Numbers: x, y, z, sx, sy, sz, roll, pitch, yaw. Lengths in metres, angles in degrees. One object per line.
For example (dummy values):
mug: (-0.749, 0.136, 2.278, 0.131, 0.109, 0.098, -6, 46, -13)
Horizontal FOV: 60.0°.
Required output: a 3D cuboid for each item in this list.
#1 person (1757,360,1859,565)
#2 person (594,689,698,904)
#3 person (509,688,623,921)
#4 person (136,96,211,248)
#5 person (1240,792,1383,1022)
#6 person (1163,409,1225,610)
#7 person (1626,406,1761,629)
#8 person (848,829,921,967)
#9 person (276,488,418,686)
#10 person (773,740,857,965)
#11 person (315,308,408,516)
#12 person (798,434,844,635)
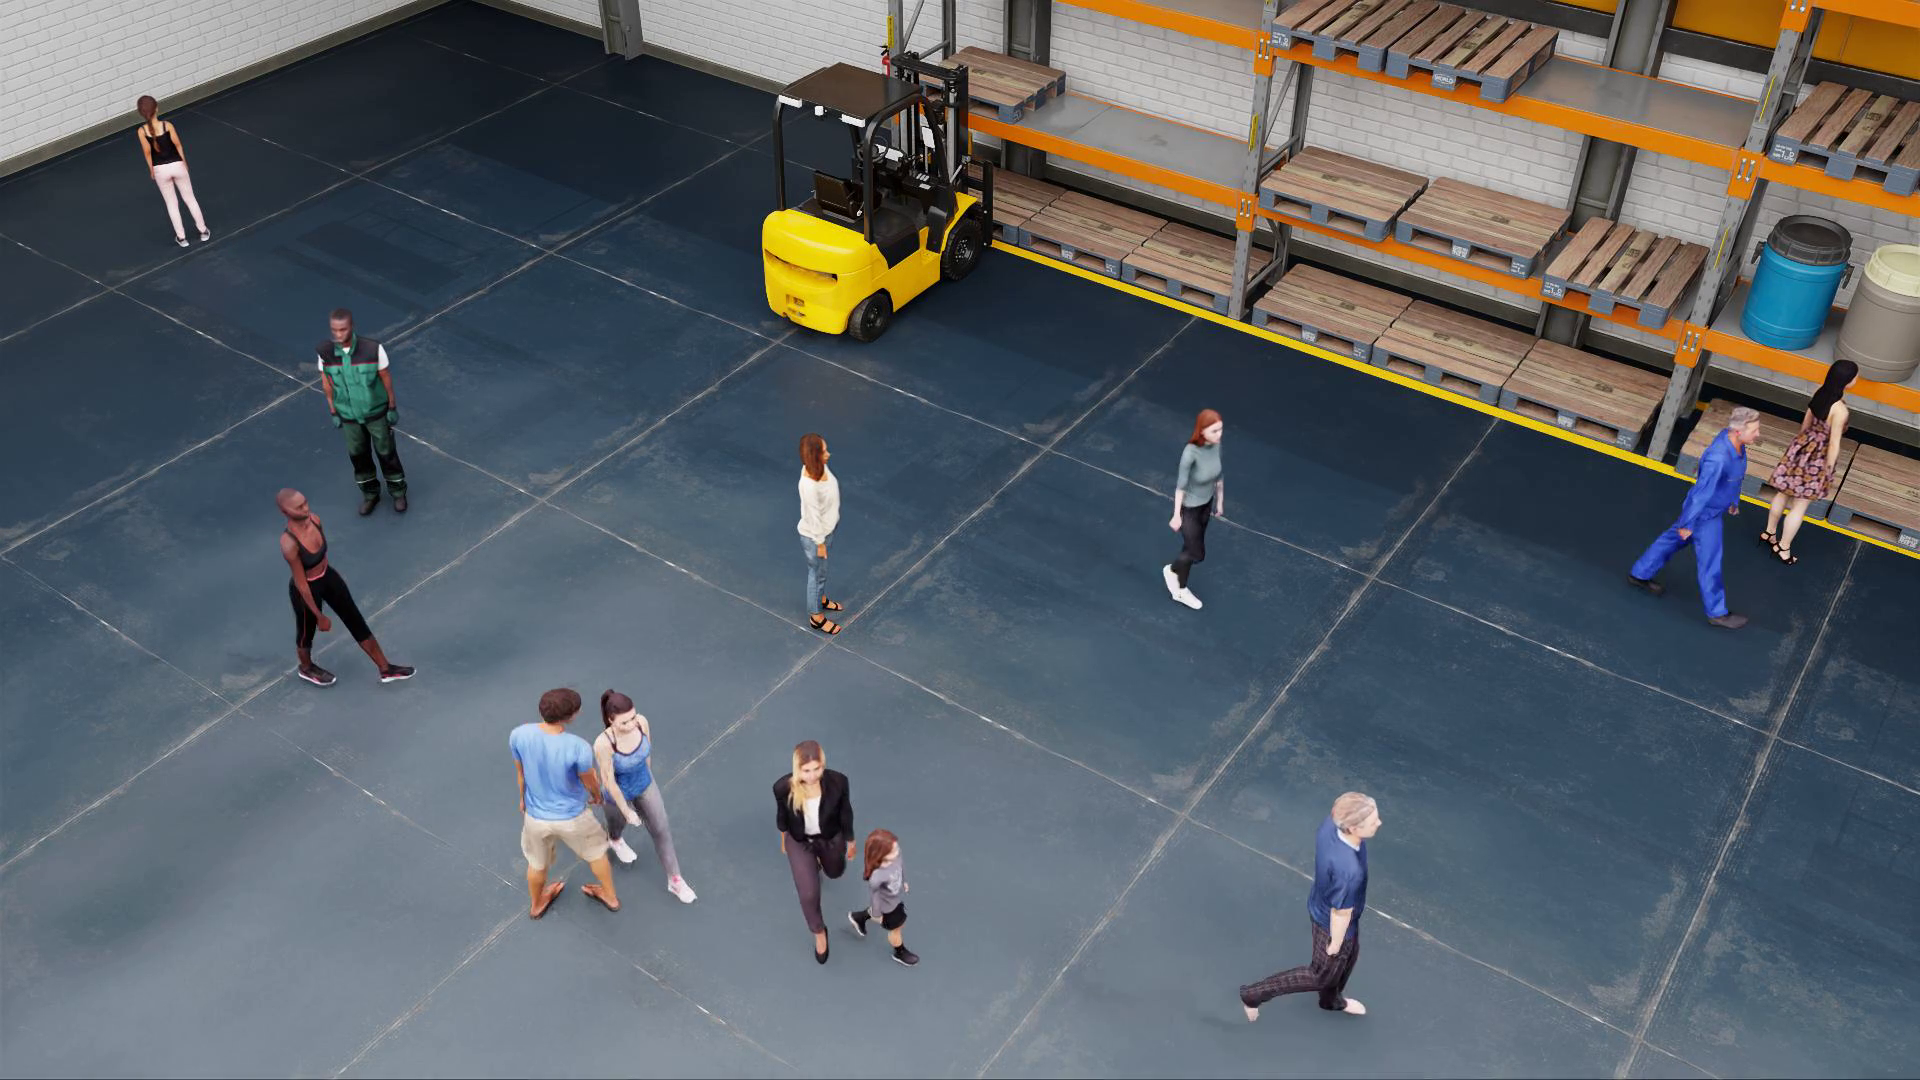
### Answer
person: (6.444, -0.597, 12.591, 0.859, 1.773, 0.805, -3, 39, -4)
person: (-2.065, 1.504, 10.125, 0.706, 1.567, 1.076, -31, 48, -33)
person: (-2.315, 1.609, 9.785, 0.768, 1.828, 0.897, -3, 39, -4)
person: (-7.906, -3.699, 16.643, 0.616, 1.564, 0.633, -19, 43, -23)
person: (1.982, 2.068, 9.190, 1.118, 1.852, 0.967, 2, 39, 3)
person: (1.663, -0.256, 12.194, 0.655, 1.736, 0.685, -31, 48, -33)
person: (5.343, -0.233, 12.129, 1.129, 1.780, 0.761, 24, 45, 27)
person: (-0.469, 2.063, 9.803, 0.758, 1.095, 0.569, 14, 41, 17)
person: (-4.521, 0.352, 11.450, 1.196, 1.714, 0.861, 9, 40, 11)
person: (-0.849, 1.721, 9.788, 0.982, 1.649, 1.037, -6, 39, -7)
person: (-4.689, -1.023, 13.070, 0.774, 1.840, 0.841, -5, 39, -6)
person: (-1.031, -0.069, 12.002, 0.715, 1.682, 0.699, 1, 39, 2)
